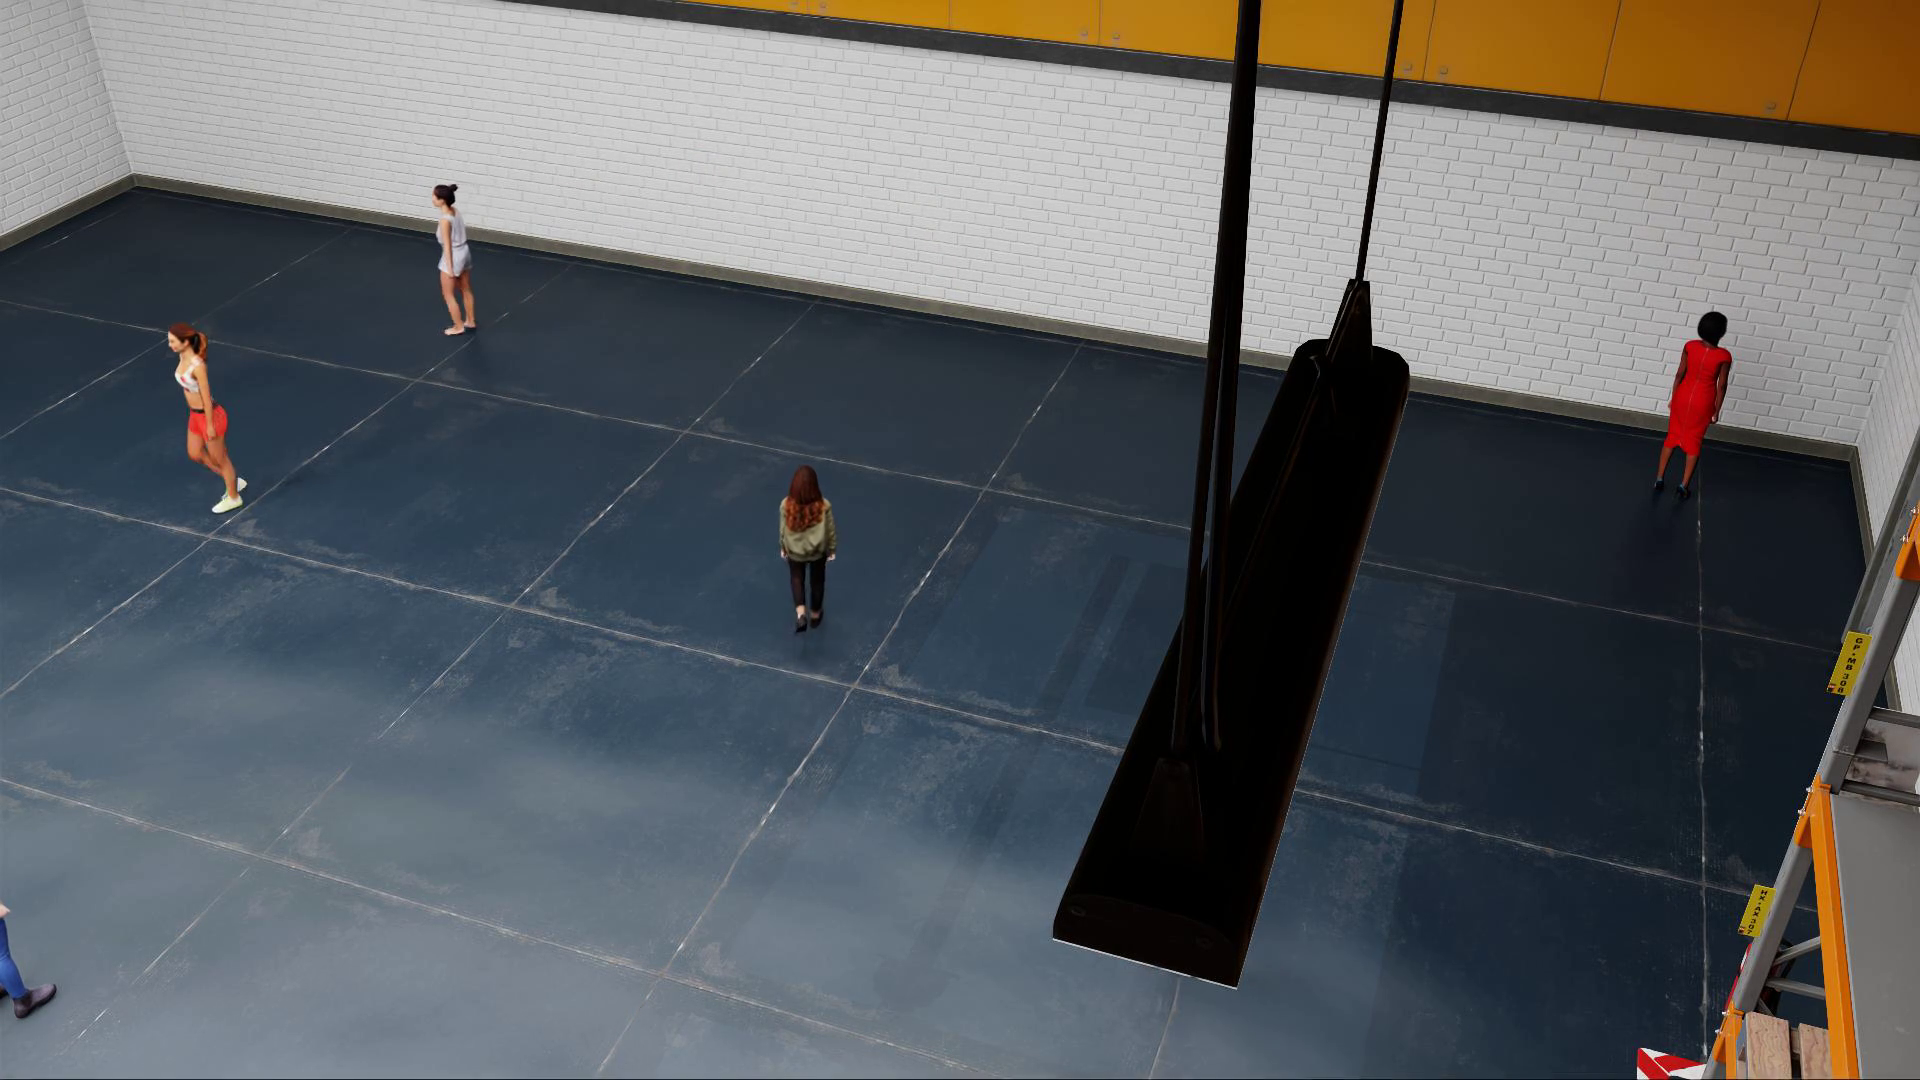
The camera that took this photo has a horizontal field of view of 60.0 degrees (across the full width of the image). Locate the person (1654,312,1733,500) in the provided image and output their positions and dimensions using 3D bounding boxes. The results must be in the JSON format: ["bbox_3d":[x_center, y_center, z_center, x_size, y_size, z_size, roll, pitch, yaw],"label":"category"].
[{"bbox_3d":[6.321,-1.157,14.343,0.639,1.743,0.614,25,41,32],"label":"person"}]

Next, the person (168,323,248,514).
[{"bbox_3d":[-6.331,-1.062,14.162,0.737,1.786,0.703,-27,42,-34],"label":"person"}]

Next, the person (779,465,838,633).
[{"bbox_3d":[-1.172,0.112,12.685,0.719,1.464,0.819,1,34,1],"label":"person"}]

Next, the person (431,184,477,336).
[{"bbox_3d":[-5.128,-2.897,17.081,0.700,1.609,0.619,3,34,5],"label":"person"}]
